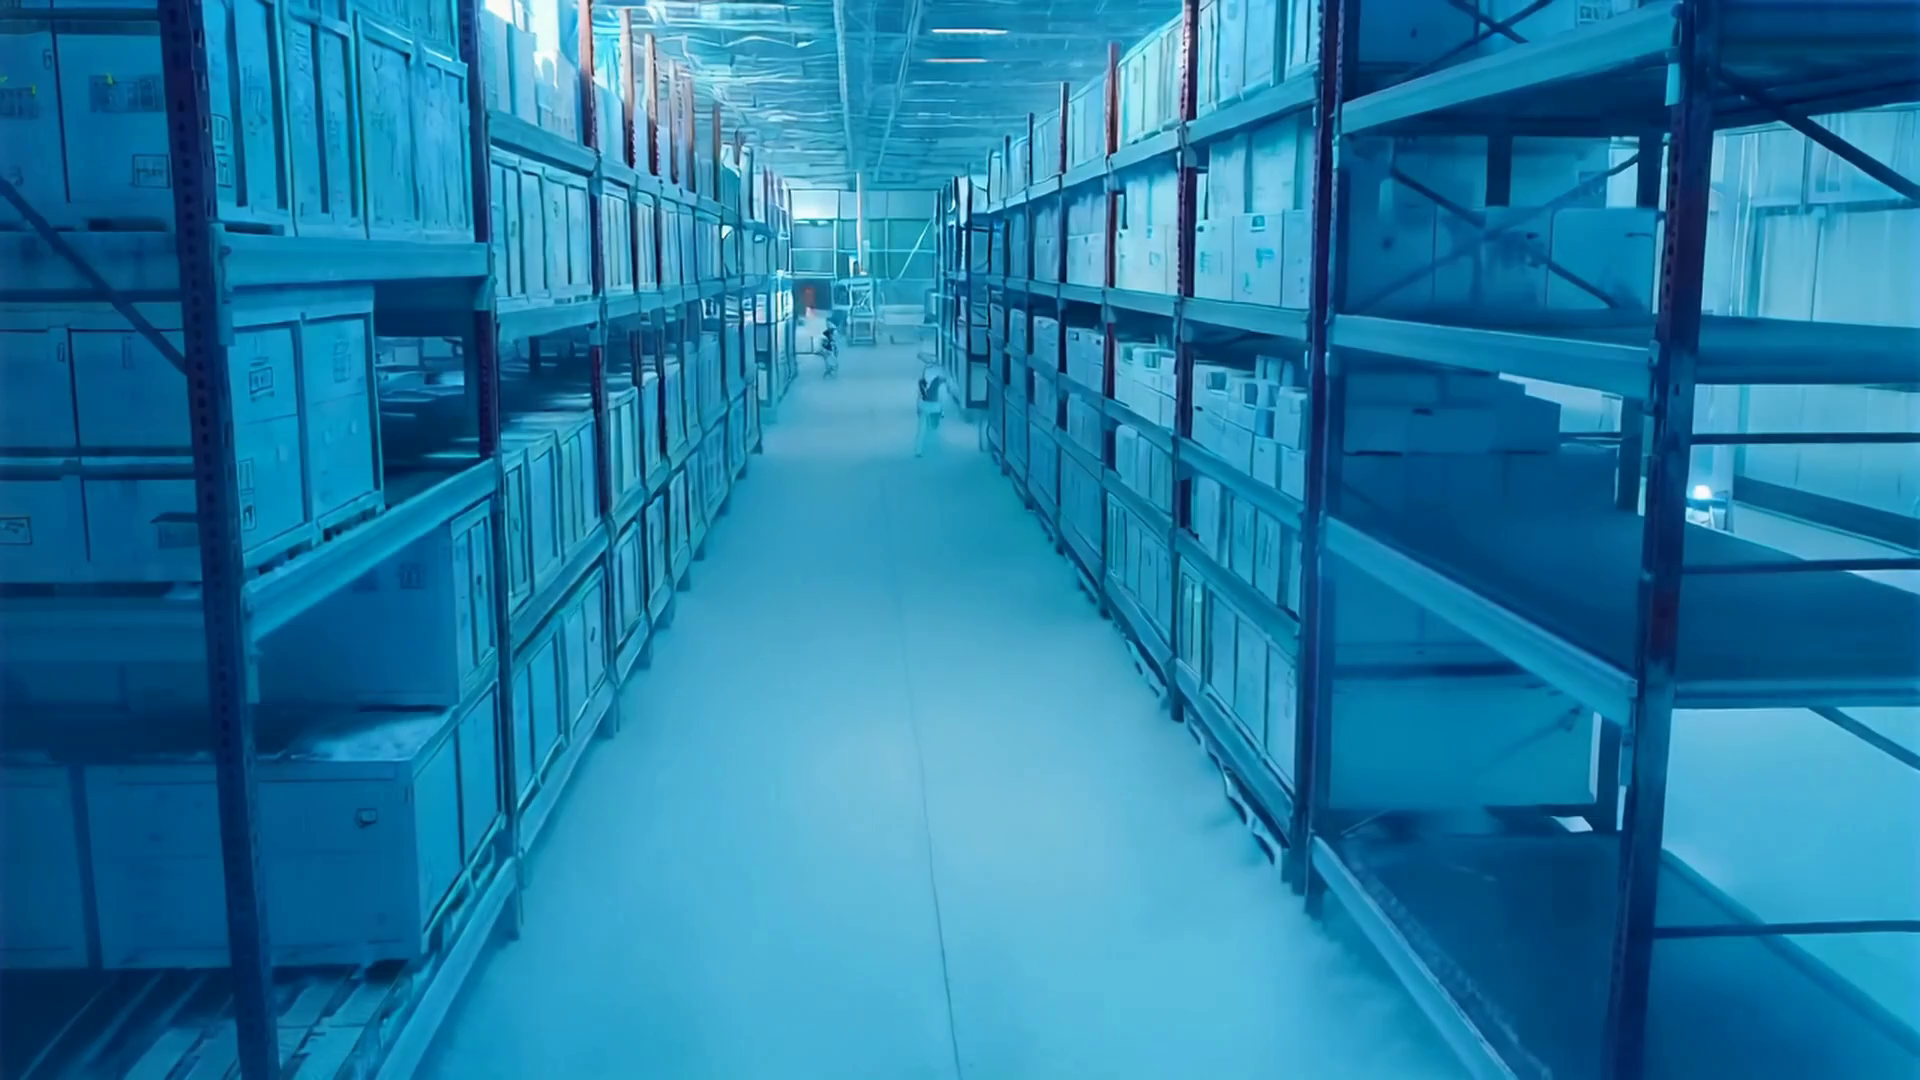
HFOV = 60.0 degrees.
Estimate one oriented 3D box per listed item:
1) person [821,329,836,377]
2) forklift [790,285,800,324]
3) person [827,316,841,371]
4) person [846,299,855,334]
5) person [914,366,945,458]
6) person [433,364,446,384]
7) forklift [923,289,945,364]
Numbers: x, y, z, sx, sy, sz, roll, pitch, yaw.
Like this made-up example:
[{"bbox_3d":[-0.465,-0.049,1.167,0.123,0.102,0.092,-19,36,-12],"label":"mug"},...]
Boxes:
[{"bbox_3d":[-4.405,-6.275,55.810,0.536,1.592,0.876,-1,10,-9],"label":"person"},{"bbox_3d":[-7.607,-10.009,74.257,1.129,2.768,1.873,5,11,30],"label":"forklift"},{"bbox_3d":[-4.446,-6.903,58.511,0.630,1.938,0.366,8,12,39],"label":"person"},{"bbox_3d":[-5.734,-11.880,88.457,1.077,1.883,0.617,-4,10,-22],"label":"person"},{"bbox_3d":[-0.611,-2.513,32.749,0.626,1.783,0.989,3,10,16],"label":"person"},{"bbox_3d":[-11.459,-3.035,36.379,0.775,1.597,0.527,-3,10,-18],"label":"person"},{"bbox_3d":[-0.808,-8.118,62.957,1.129,2.768,1.873,-1,10,-3],"label":"forklift"}]
